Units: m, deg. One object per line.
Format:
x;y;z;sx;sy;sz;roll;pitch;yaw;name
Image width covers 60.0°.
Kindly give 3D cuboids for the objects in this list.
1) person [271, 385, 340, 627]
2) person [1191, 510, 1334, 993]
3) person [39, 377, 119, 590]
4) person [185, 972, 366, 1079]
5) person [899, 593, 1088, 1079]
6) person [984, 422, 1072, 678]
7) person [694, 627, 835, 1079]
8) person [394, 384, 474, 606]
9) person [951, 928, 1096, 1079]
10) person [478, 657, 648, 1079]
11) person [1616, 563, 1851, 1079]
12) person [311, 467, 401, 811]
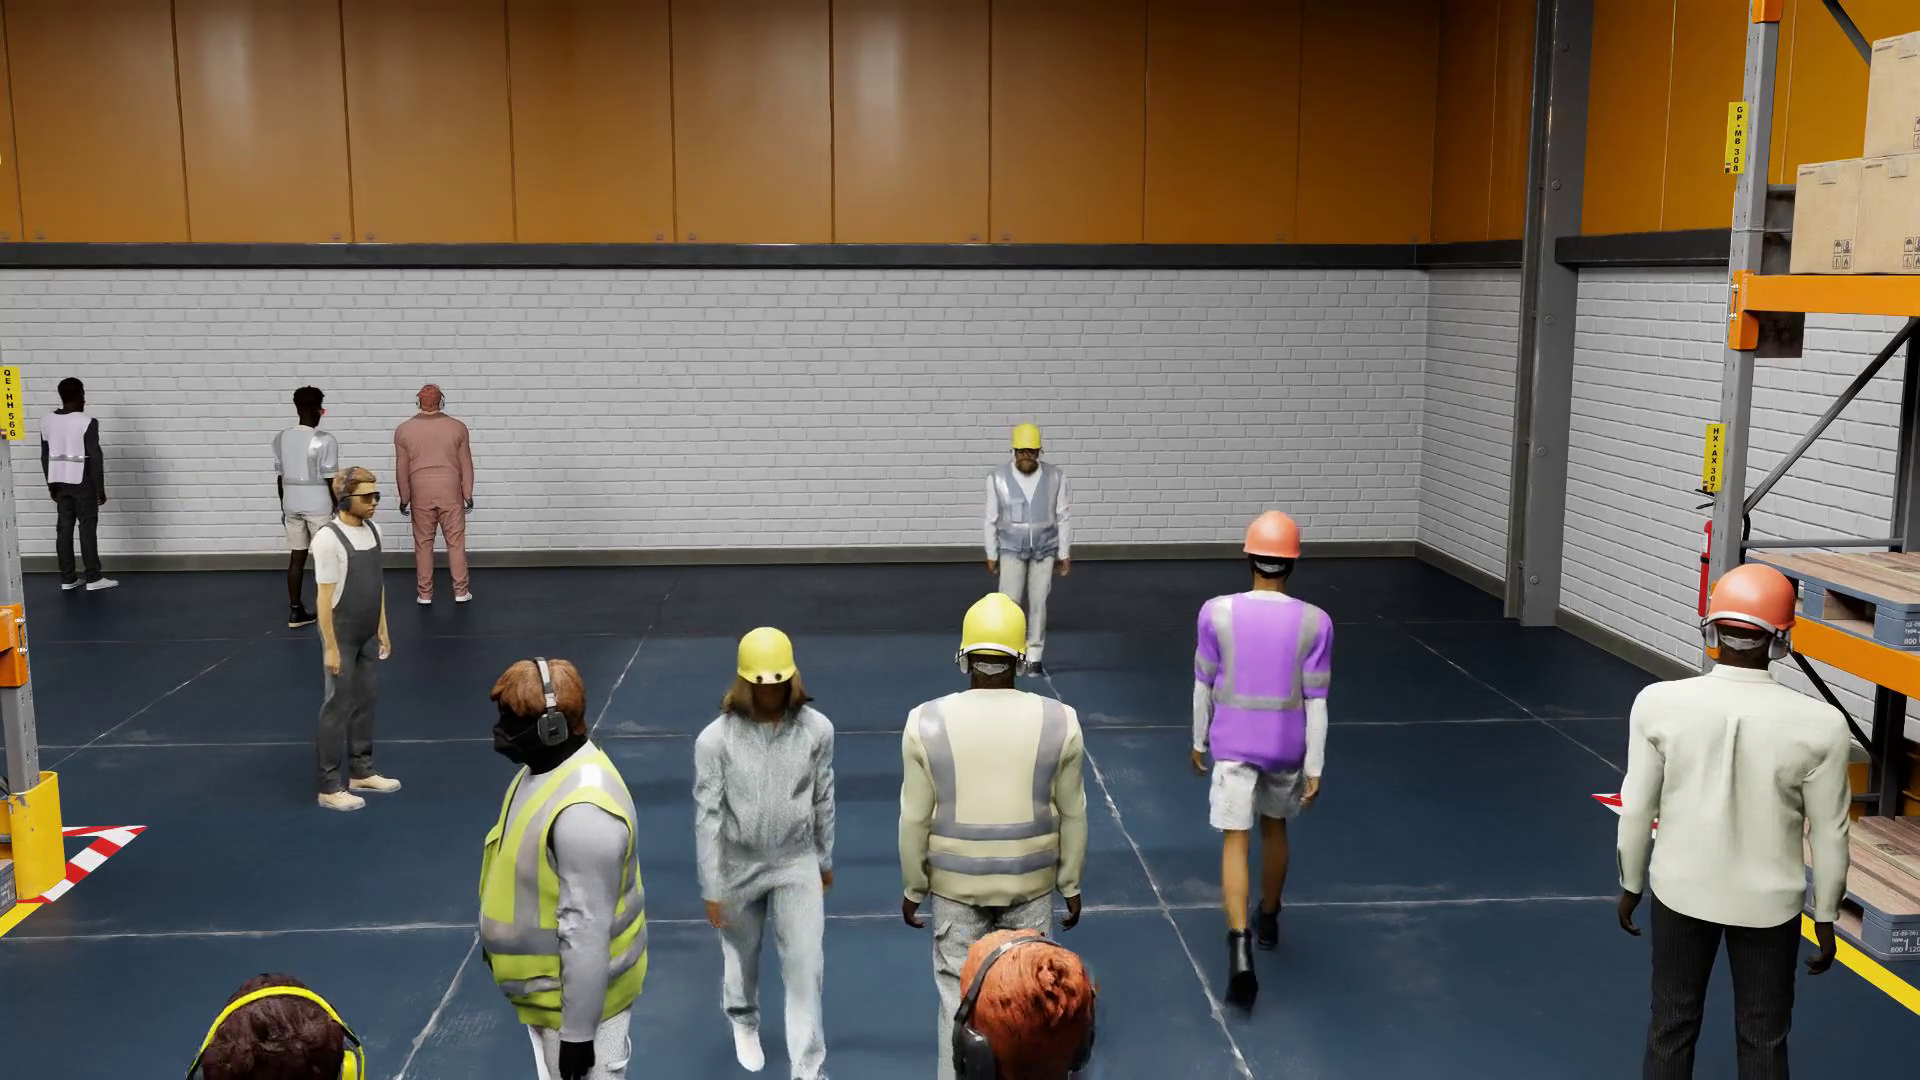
-5.208;-0.259;13.347;0.607;1.958;0.372;3;10;19;person
1.210;0.834;6.685;0.544;1.904;0.944;1;9;7;person
-7.977;-0.499;14.977;0.590;1.919;0.394;2;9;13;person
-0.978;1.548;2.446;0.521;1.824;0.974;-4;10;-23;person
0.104;1.077;5.347;0.602;1.830;0.404;0;9;-3;person
0.481;0.073;11.711;0.609;1.818;0.419;-1;9;-5;person
-0.662;1.100;5.658;0.495;1.685;0.884;-3;9;-17;person
-4.506;-0.387;14.306;0.638;1.911;0.406;-3;9;-15;person
0.069;1.501;2.674;0.606;1.829;0.969;-5;10;-28;person
-1.072;1.214;4.505;0.431;1.836;0.619;-4;10;-25;person
2.294;1.056;4.969;0.625;1.992;0.389;5;10;30;person
-3.234;0.518;8.887;0.367;1.833;0.520;2;9;15;person
